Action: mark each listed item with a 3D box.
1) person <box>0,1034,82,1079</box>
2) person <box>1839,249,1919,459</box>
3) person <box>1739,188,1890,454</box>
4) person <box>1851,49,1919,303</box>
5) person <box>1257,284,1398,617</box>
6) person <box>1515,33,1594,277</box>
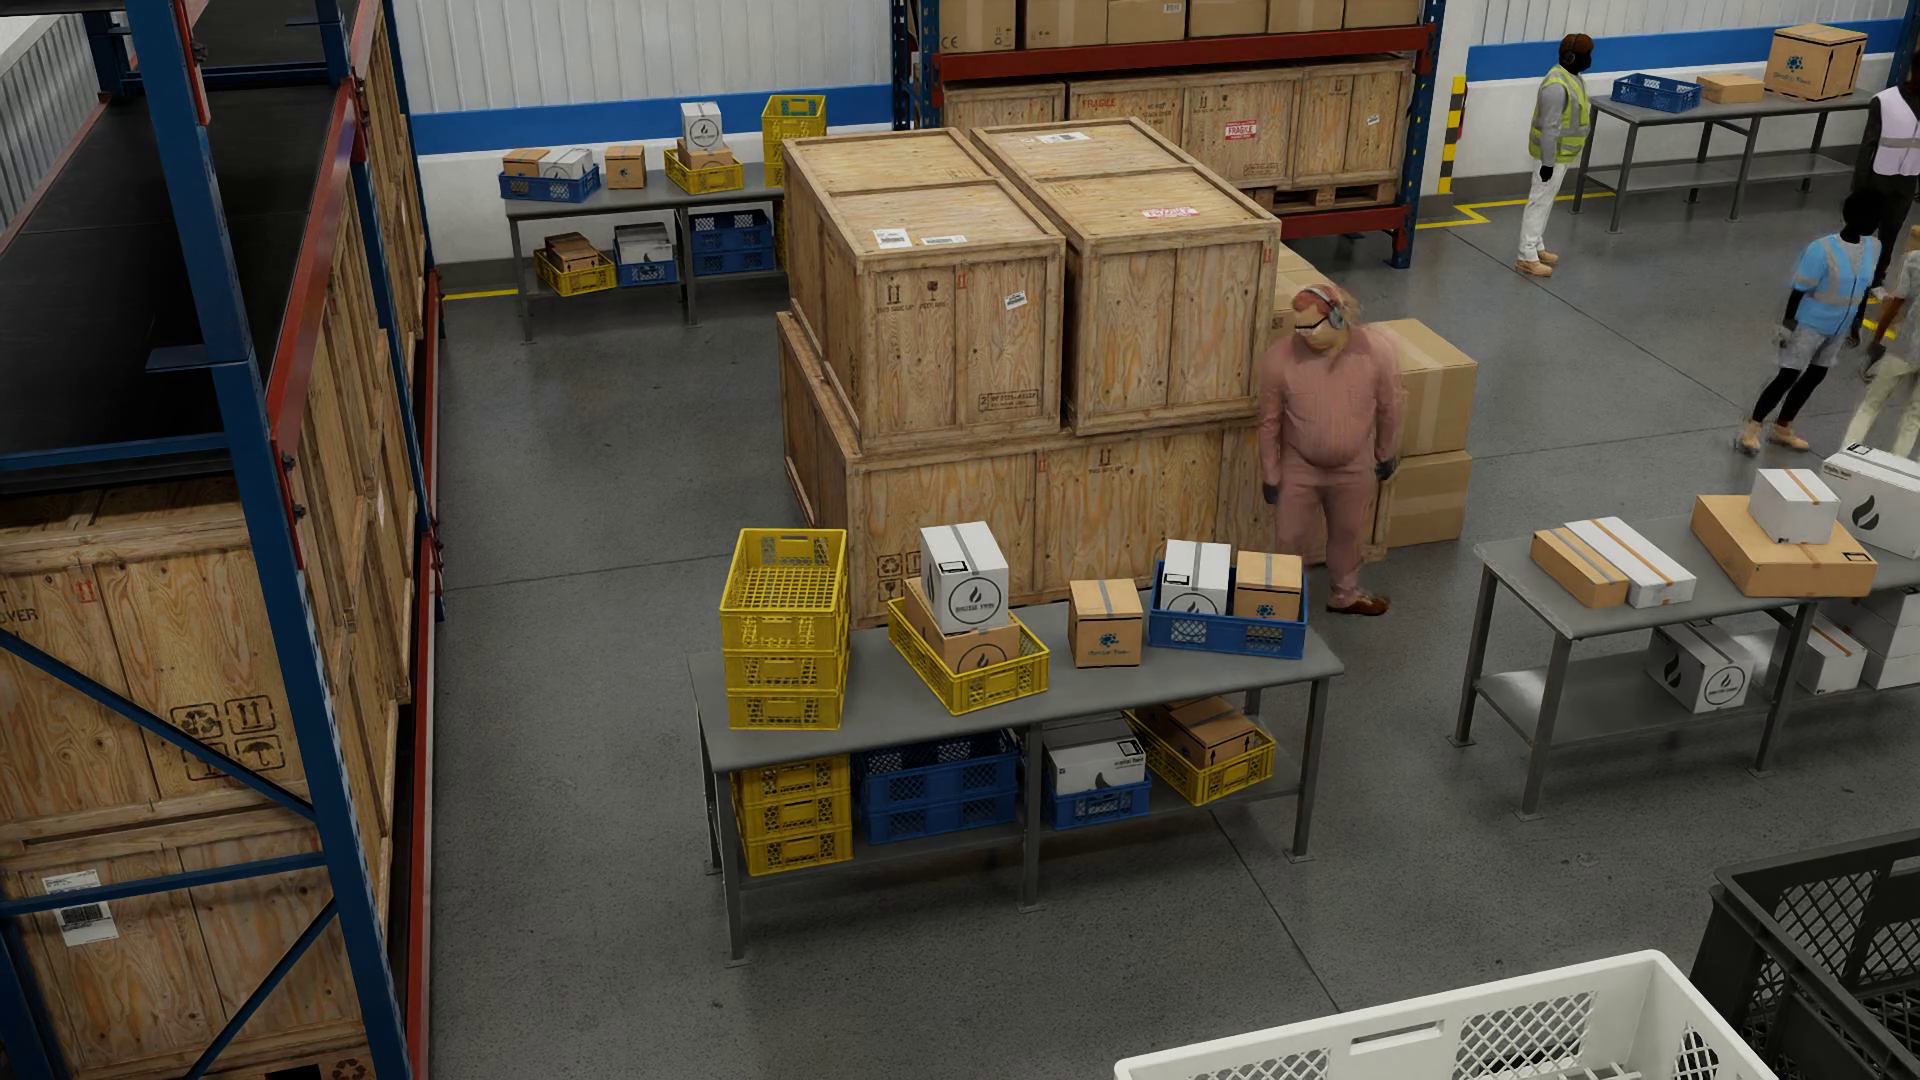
[{"bbox_3d":[-2.240,1.832,4.046,0.636,1.938,0.355,-8,30,-14],"label":"person"},{"bbox_3d":[5.341,-0.994,9.287,0.604,1.831,0.457,17,33,28],"label":"person"},{"bbox_3d":[5.171,-1.297,10.002,0.606,1.674,0.326,-9,30,-16],"label":"person"},{"bbox_3d":[6.873,-2.683,12.276,0.579,1.910,0.395,-1,29,-2],"label":"person"},{"bbox_3d":[1.842,-0.371,8.128,0.805,1.865,0.417,-1,29,-2],"label":"person"},{"bbox_3d":[4.627,-2.996,12.910,0.429,1.841,0.634,14,32,24],"label":"person"}]
